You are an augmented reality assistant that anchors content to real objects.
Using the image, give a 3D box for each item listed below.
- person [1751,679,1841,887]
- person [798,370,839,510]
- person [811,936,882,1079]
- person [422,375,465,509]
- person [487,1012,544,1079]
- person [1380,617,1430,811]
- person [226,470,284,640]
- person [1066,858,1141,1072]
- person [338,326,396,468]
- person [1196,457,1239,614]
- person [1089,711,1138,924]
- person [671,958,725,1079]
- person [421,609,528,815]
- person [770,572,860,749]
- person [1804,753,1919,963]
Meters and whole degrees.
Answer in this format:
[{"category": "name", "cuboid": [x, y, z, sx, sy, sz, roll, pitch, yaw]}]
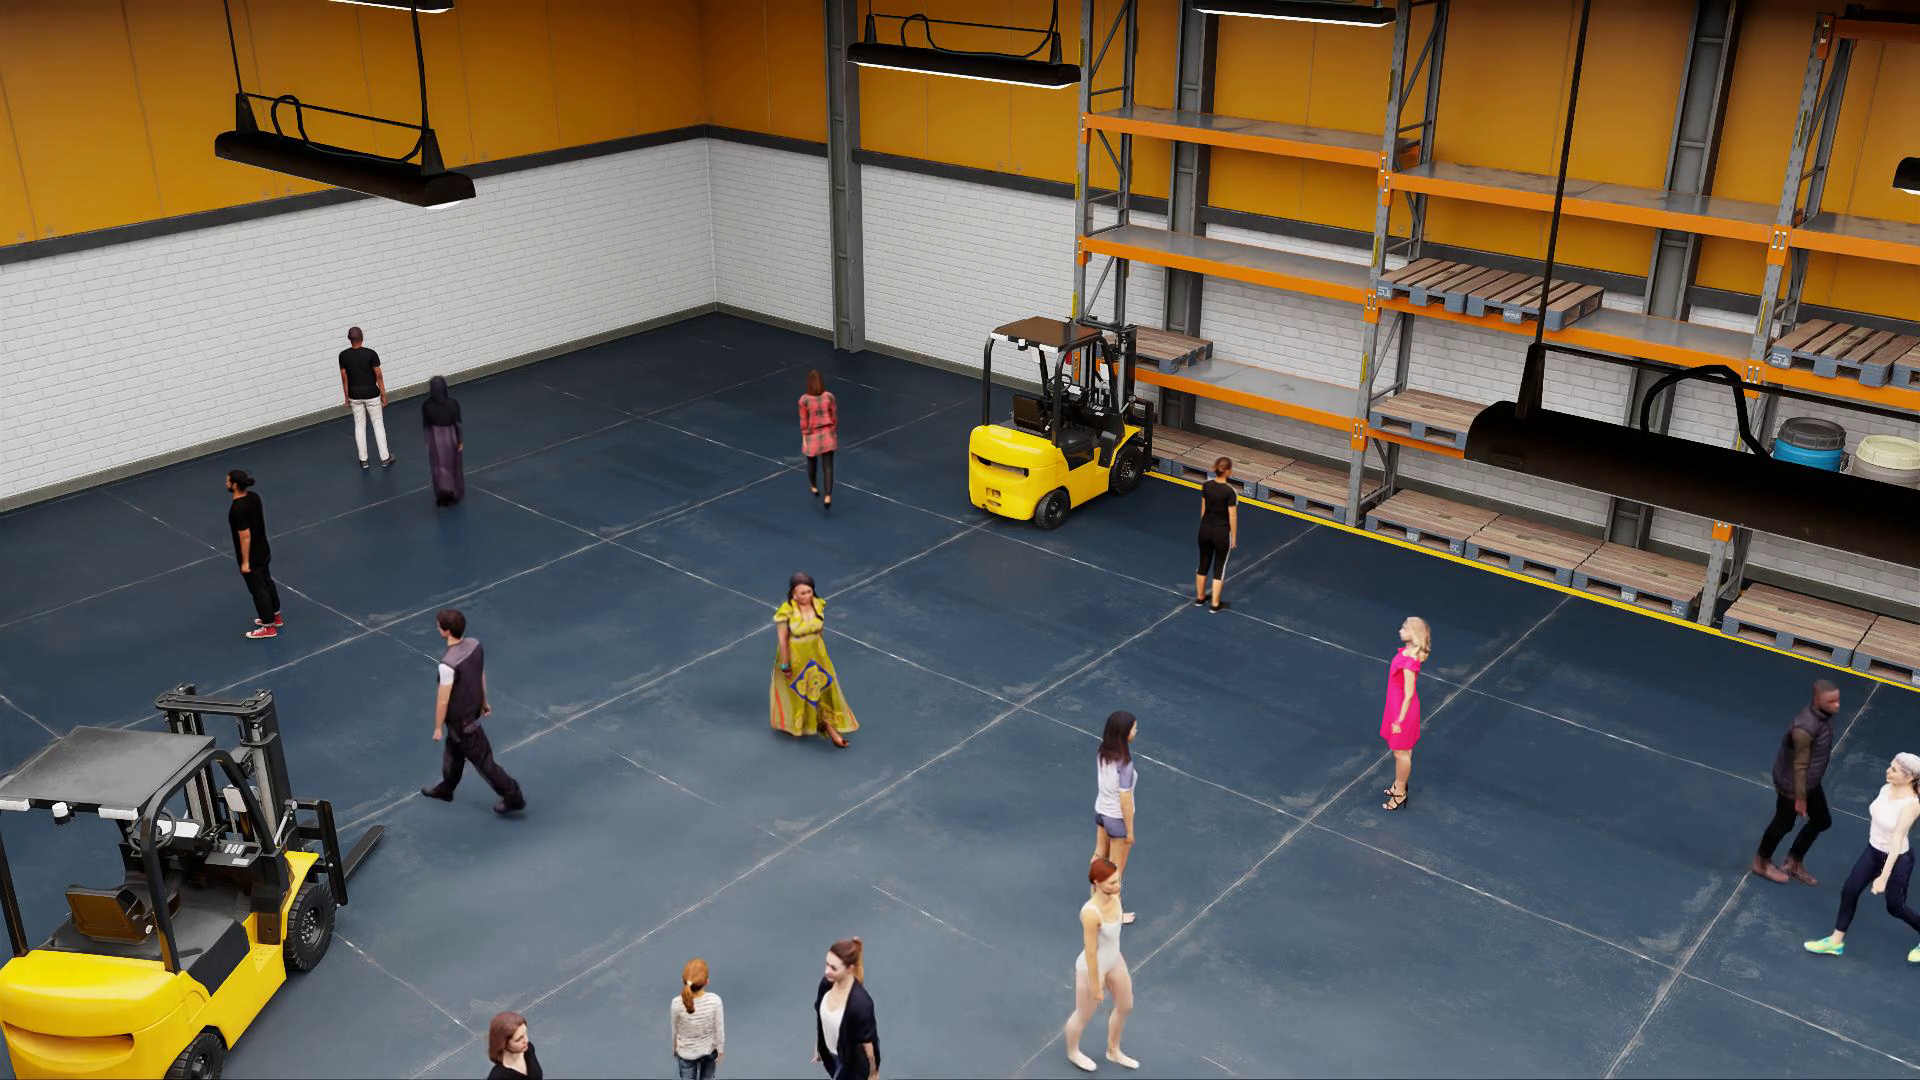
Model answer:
[{"category": "person", "cuboid": [6.261, 1.808, 12.588, 0.715, 1.812, 0.758, 21, 31, 39]}, {"category": "person", "cuboid": [-1.627, -1.146, 19.531, 1.049, 1.665, 1.159, -4, 24, -10]}, {"category": "person", "cuboid": [-0.583, 3.067, 9.929, 0.886, 1.636, 1.130, -16, 28, -33]}, {"category": "person", "cuboid": [-6.092, -1.143, 19.598, 0.879, 1.604, 1.005, -7, 24, -15]}, {"category": "person", "cuboid": [-2.471, 3.327, 9.248, 0.655, 1.705, 0.663, 5, 24, 11]}, {"category": "person", "cuboid": [3.642, 1.402, 13.623, 0.654, 1.727, 0.647, 7, 25, 16]}, {"category": "person", "cuboid": [-7.017, 0.122, 16.513, 0.764, 1.758, 0.709, -1, 24, -3]}, {"category": "person", "cuboid": [0.823, 2.724, 10.726, 0.709, 1.626, 0.605, 15, 28, 30]}, {"category": "person", "cuboid": [-7.467, -1.796, 20.843, 0.756, 1.804, 0.801, -4, 24, -8]}, {"category": "person", "cuboid": [2.622, -0.067, 17.058, 0.472, 1.668, 0.651, 21, 31, 39]}, {"category": "person", "cuboid": [1.135, 2.021, 12.201, 0.702, 1.733, 0.560, -11, 26, -23]}, {"category": "person", "cuboid": [-1.604, 3.155, 10.141, 0.737, 1.305, 0.822, -4, 24, -8]}, {"category": "person", "cuboid": [-3.925, 1.434, 13.455, 1.302, 1.803, 1.057, 5, 24, 11]}, {"category": "person", "cuboid": [-1.436, 1.013, 14.637, 0.916, 1.628, 1.147, -18, 29, -35]}, {"category": "person", "cuboid": [6.614, 2.281, 11.681, 1.201, 1.672, 1.043, 1, 24, 3]}]
